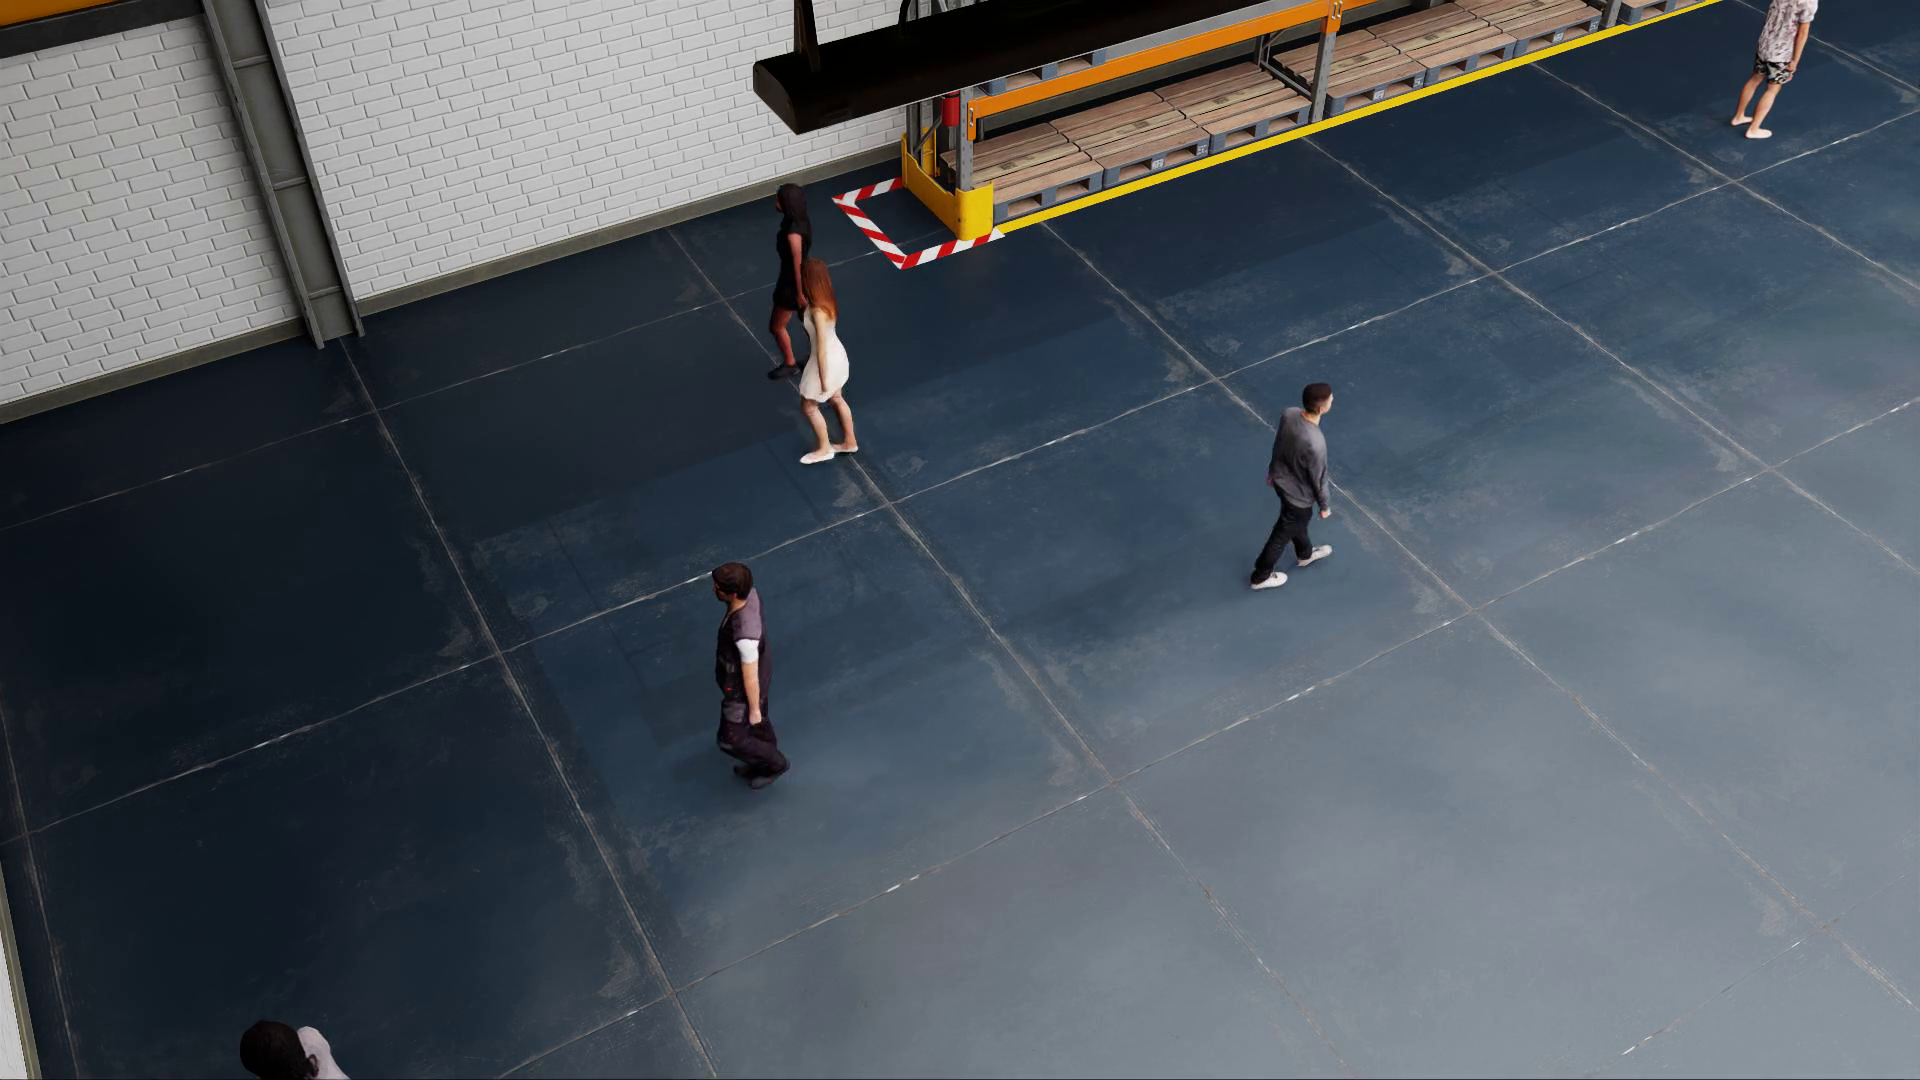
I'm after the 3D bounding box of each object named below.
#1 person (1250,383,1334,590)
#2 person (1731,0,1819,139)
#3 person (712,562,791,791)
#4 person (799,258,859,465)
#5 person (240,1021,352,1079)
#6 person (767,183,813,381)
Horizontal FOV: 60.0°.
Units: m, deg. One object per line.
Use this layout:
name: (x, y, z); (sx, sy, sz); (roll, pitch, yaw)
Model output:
person: (2.171, -0.312, 11.141); (0.961, 1.740, 0.735); (-14, 45, -14)
person: (7.705, -4.665, 15.658); (0.632, 1.811, 0.710); (-14, 45, -14)
person: (-1.176, 0.830, 9.873); (0.786, 1.835, 0.778); (-5, 44, -6)
person: (-0.887, -1.305, 12.226); (0.797, 1.681, 0.742); (2, 44, 3)
person: (-3.061, 2.779, 7.995); (0.818, 1.603, 0.769); (1, 44, 1)
person: (-1.178, -1.985, 12.909); (0.835, 1.723, 0.761); (-2, 44, -2)
